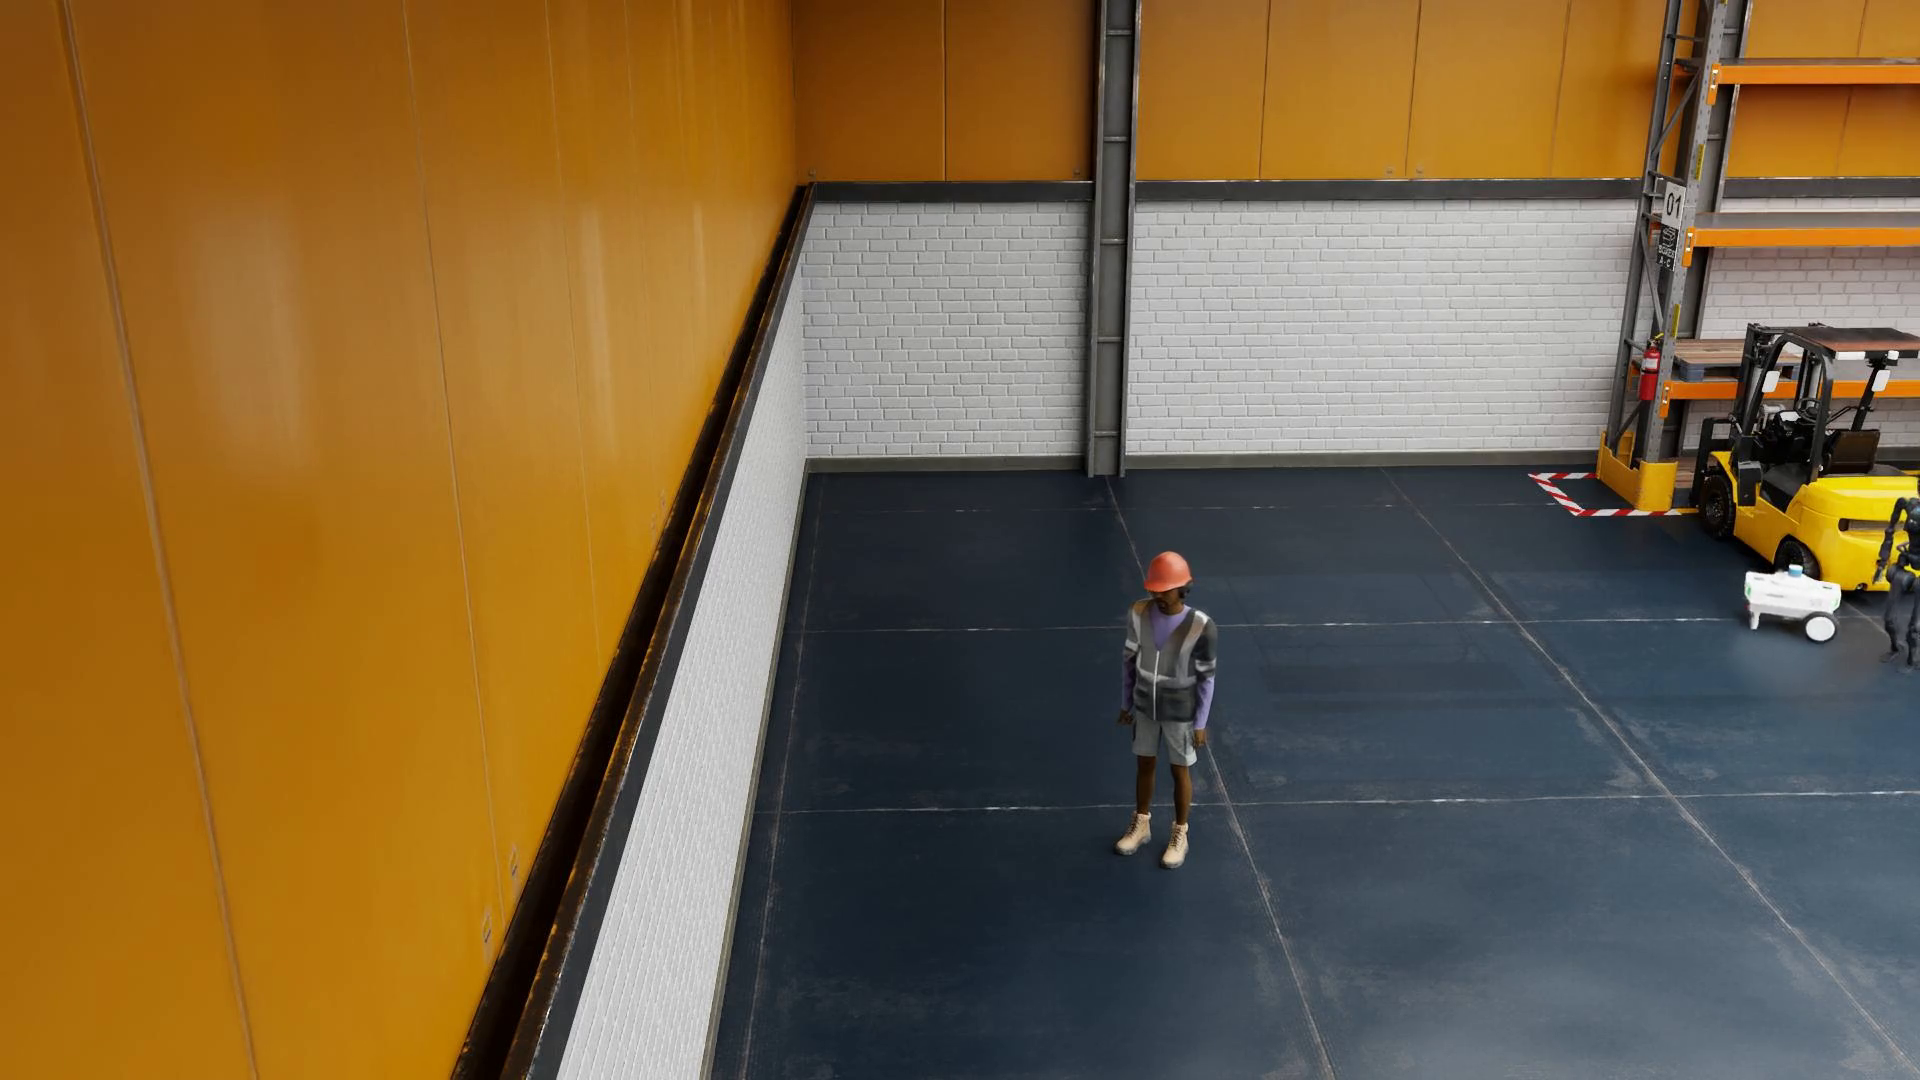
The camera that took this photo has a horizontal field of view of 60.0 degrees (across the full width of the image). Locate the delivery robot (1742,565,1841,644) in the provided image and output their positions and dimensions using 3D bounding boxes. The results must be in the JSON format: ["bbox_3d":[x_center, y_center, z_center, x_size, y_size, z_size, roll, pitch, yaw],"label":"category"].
[{"bbox_3d":[6.905,0.510,13.772,0.777,0.605,0.517,8,22,21],"label":"delivery robot"}]

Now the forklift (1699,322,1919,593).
[{"bbox_3d":[7.809,-0.792,14.926,1.214,2.155,2.313,-1,20,-2],"label":"forklift"}]

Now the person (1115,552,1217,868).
[{"bbox_3d":[1.247,1.033,10.196,0.607,2.043,0.375,12,24,30],"label":"person"}]

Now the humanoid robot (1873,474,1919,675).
[{"bbox_3d":[7.449,0.236,12.903,0.419,1.648,0.601,-11,23,-28],"label":"humanoid robot"}]
